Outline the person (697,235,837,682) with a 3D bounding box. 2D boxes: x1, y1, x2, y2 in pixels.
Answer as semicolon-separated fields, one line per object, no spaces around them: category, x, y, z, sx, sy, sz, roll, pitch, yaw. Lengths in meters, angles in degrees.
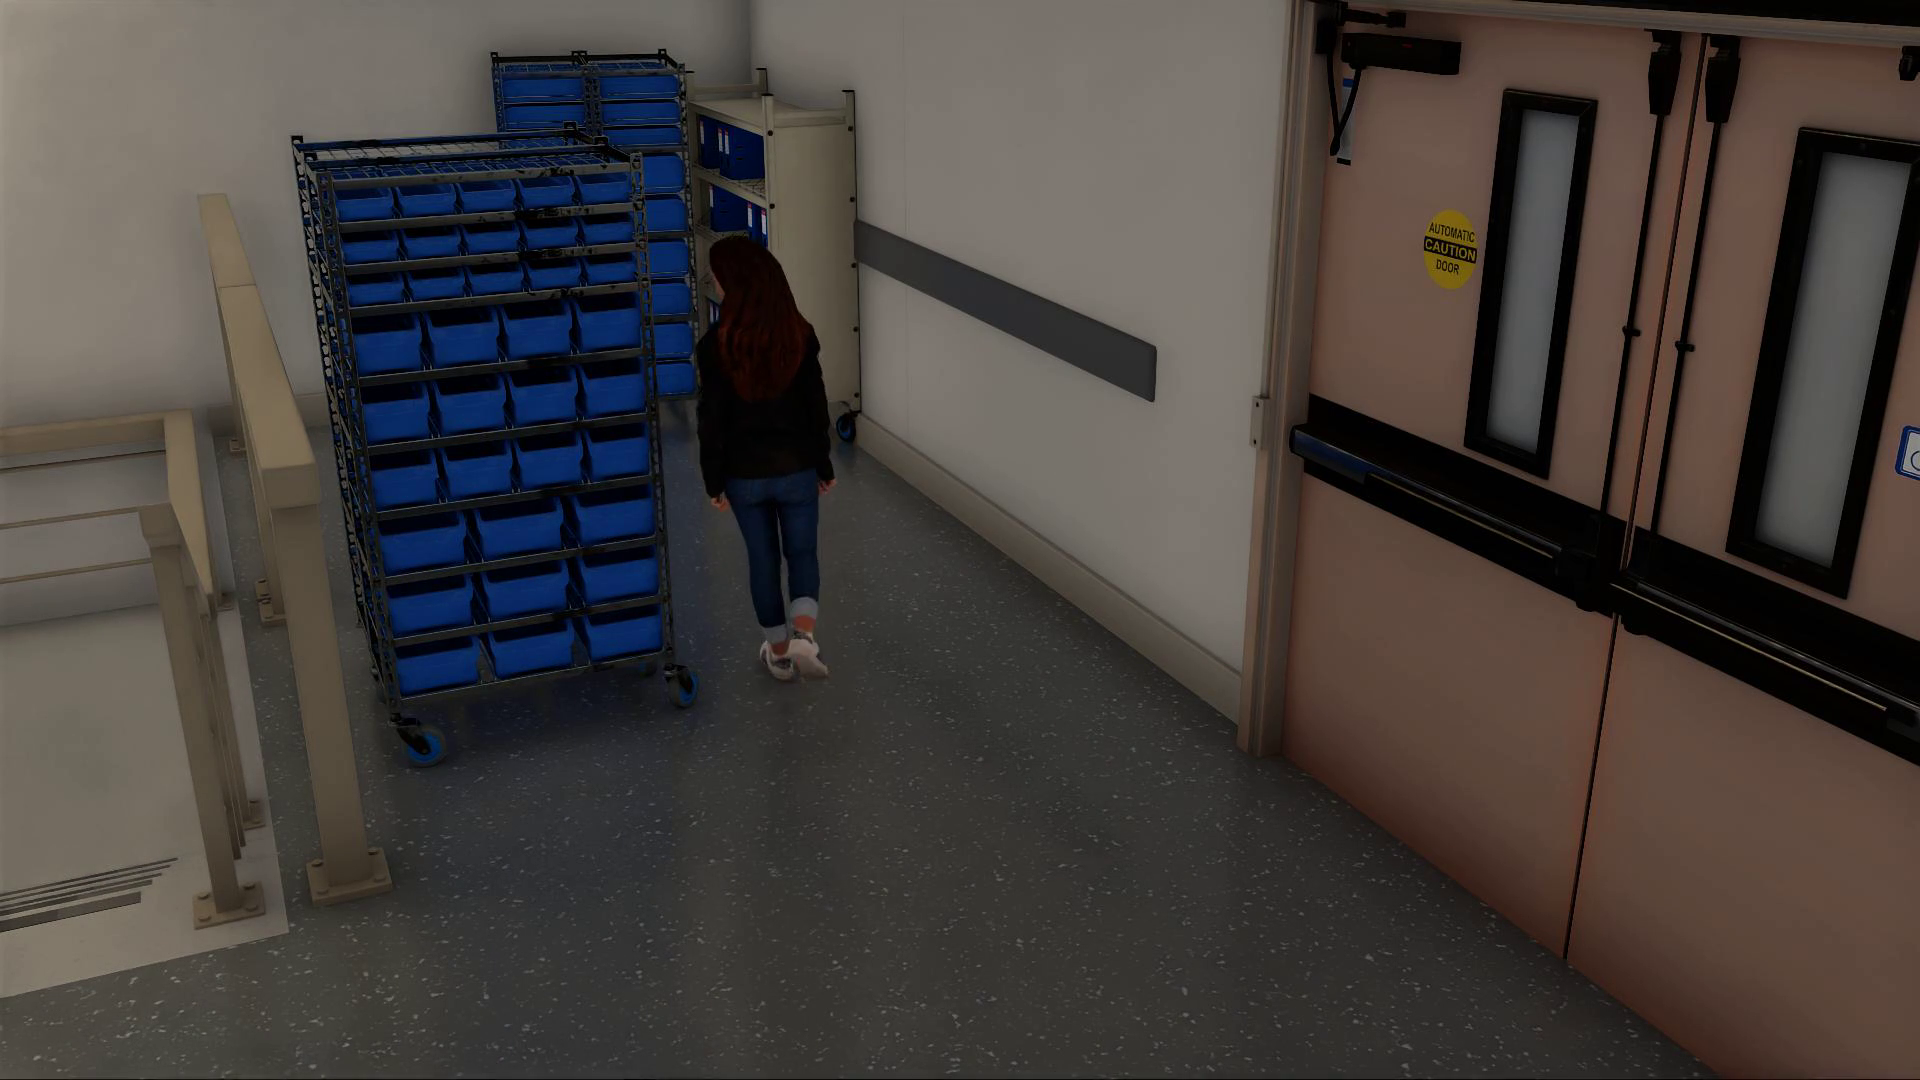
person;-0.581;-0.196;5.162;0.661;1.464;0.782;-4;21;-11
